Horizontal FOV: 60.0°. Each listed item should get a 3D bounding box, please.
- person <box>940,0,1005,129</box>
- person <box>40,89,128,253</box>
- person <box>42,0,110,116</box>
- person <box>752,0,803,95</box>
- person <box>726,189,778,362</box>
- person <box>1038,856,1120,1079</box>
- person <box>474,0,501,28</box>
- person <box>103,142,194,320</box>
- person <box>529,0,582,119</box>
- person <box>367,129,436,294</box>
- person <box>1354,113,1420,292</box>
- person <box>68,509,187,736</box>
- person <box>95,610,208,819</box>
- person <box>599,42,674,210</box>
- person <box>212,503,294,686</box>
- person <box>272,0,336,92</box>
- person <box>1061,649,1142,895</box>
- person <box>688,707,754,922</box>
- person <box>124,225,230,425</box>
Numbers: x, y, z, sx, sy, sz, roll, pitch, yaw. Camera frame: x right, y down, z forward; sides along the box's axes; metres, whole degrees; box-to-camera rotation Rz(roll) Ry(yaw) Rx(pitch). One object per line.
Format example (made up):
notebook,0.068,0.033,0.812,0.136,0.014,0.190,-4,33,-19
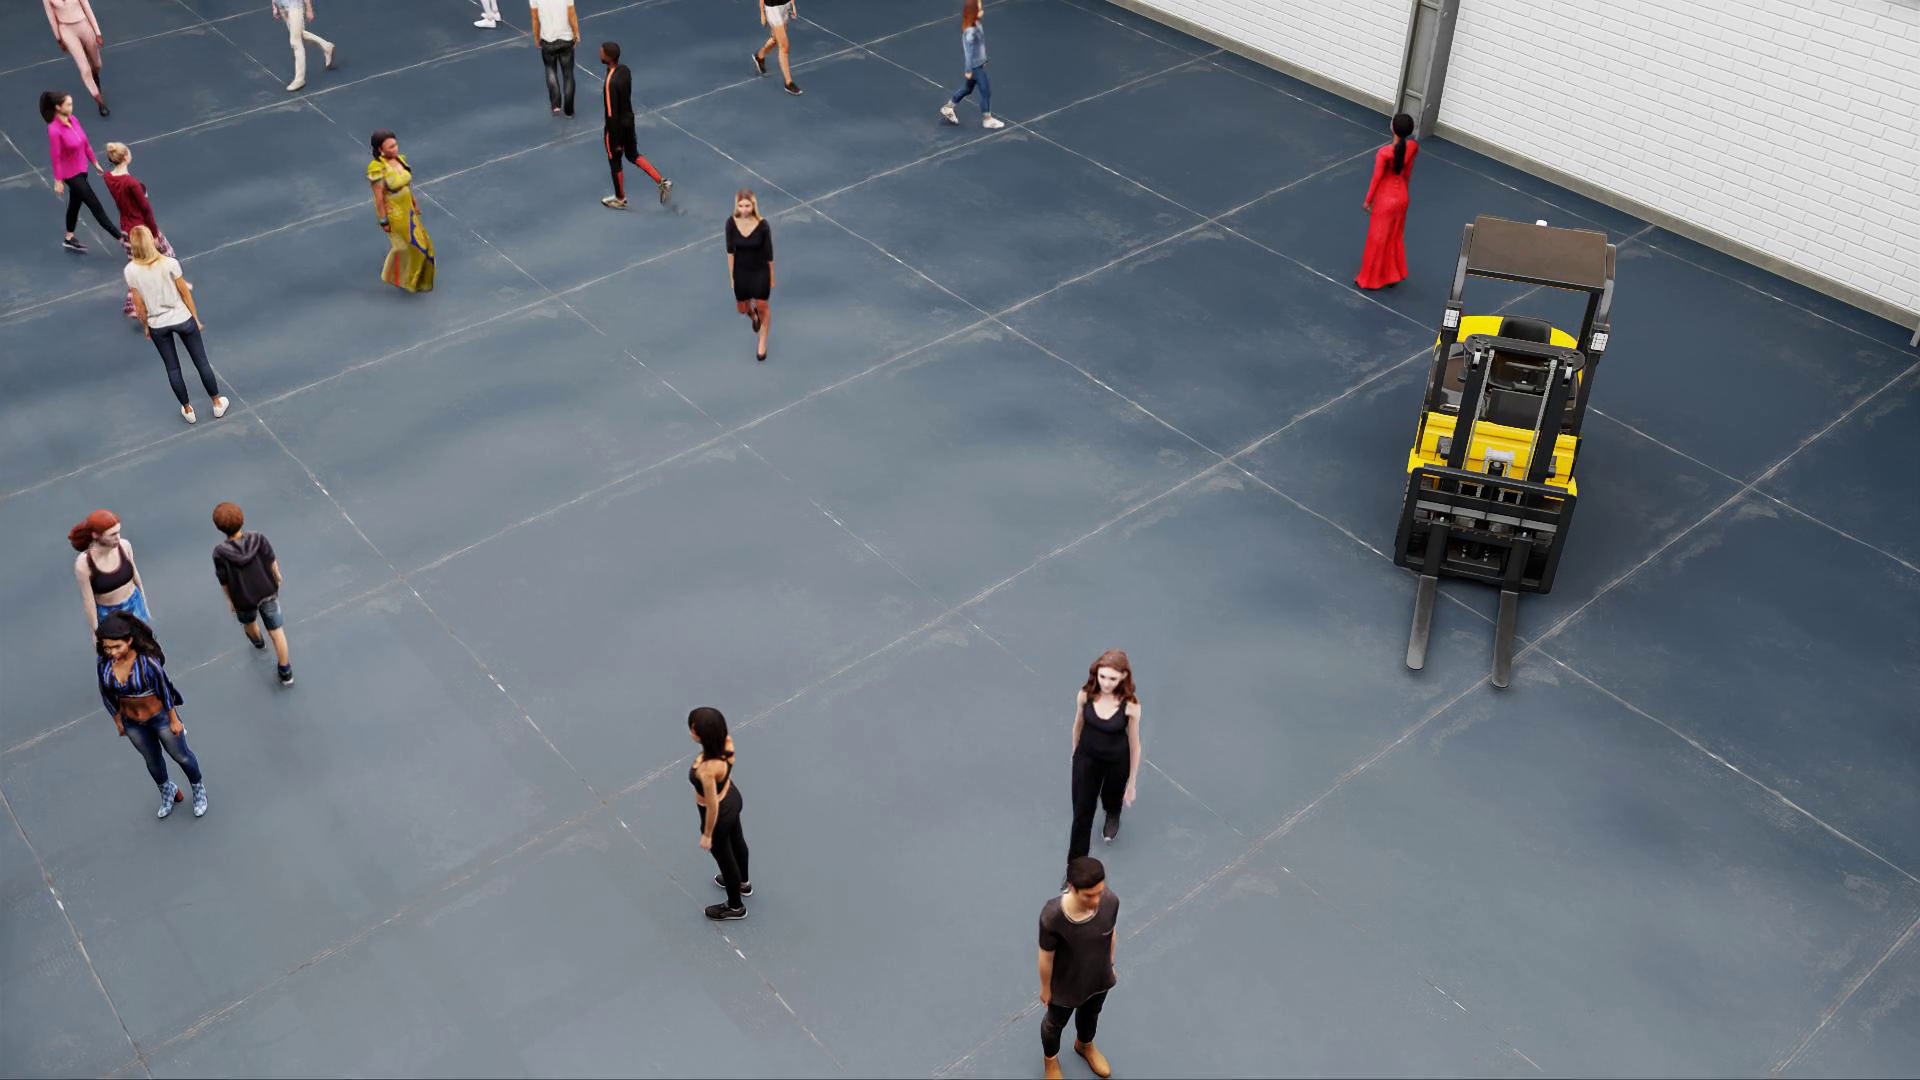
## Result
person,0.094,-5.285,18.497,1.042,1.457,0.941,6,39,8
person,-8.689,-3.549,16.178,1.157,1.649,1.120,3,39,4
person,-9.993,-5.723,18.850,0.733,1.700,1.111,-20,43,-23
person,-2.184,-6.180,19.333,0.658,1.813,1.151,-32,48,-34
person,-1.817,-2.380,14.692,0.787,1.667,0.849,2,39,2
person,0.623,2.276,8.822,0.674,1.716,0.639,-16,41,-20
person,-6.063,-7.313,20.844,0.711,1.697,0.655,4,39,5
person,-7.568,-2.800,15.219,1.094,1.665,1.041,11,40,13
person,-4.509,-5.572,18.595,0.748,1.794,0.766,-6,39,-7
person,-5.341,-3.069,15.577,0.984,1.649,0.921,8,39,10
person,4.028,-3.135,15.552,0.667,1.784,0.659,-22,44,-25
person,-5.579,0.526,10.989,1.086,1.757,0.808,27,46,30
person,-5.049,1.111,10.368,0.699,1.607,0.739,-1,39,-1
person,-3.351,-4.172,16.834,1.123,1.793,0.945,12,40,14
person,-4.831,0.400,11.411,0.626,1.417,0.933,-22,44,-25
person,-7.744,-6.262,19.429,1.182,1.821,1.002,17,42,21
person,0.916,1.268,10.099,1.131,1.697,1.059,11,40,14
person,-1.394,1.593,9.736,0.666,1.643,0.624,7,39,8
person,-6.554,-1.785,13.834,0.661,1.807,0.632,-13,40,-15
